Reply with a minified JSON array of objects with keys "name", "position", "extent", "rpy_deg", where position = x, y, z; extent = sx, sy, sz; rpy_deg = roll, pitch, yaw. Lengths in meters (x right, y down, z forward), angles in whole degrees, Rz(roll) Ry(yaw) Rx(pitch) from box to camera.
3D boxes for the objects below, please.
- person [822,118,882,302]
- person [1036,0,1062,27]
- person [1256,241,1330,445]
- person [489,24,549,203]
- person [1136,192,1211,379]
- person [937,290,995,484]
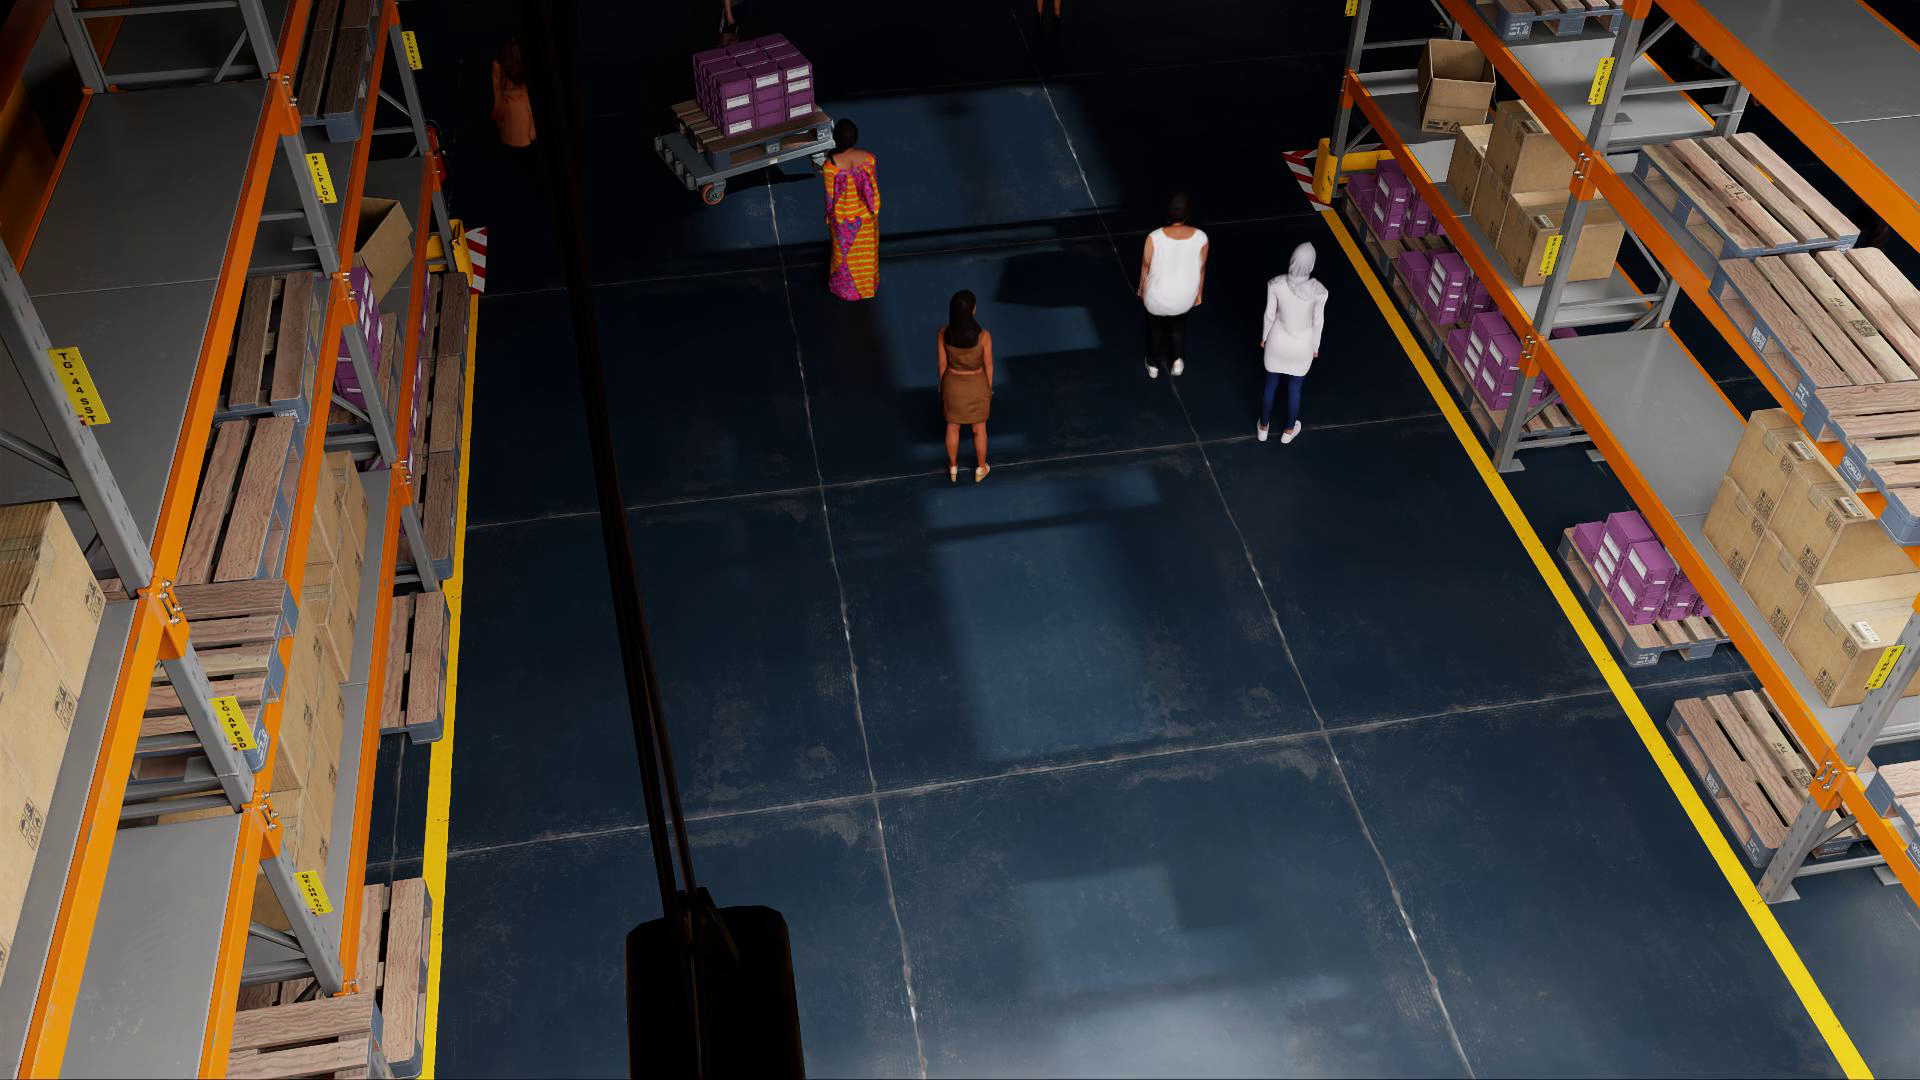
[{"name":"person","position":[-0.932,-2.830,14.084],"extent":[0.697,1.686,0.713],"rpy_deg":[-15,46,-15]},{"name":"person","position":[0.950,-6.354,17.676],"extent":[0.659,1.834,0.649],"rpy_deg":[8,44,9]},{"name":"person","position":[2.497,-1.479,12.602],"extent":[0.687,1.776,0.684],"rpy_deg":[13,45,13]},{"name":"person","position":[-3.984,-3.851,15.141],"extent":[0.969,1.707,1.082],"rpy_deg":[-29,51,-27]},{"name":"person","position":[1.666,-1.950,13.168],"extent":[0.695,1.676,0.726],"rpy_deg":[-3,44,-3]},{"name":"person","position":[0.038,-1.110,12.280],"extent":[0.623,1.684,0.606],"rpy_deg":[6,44,6]}]
